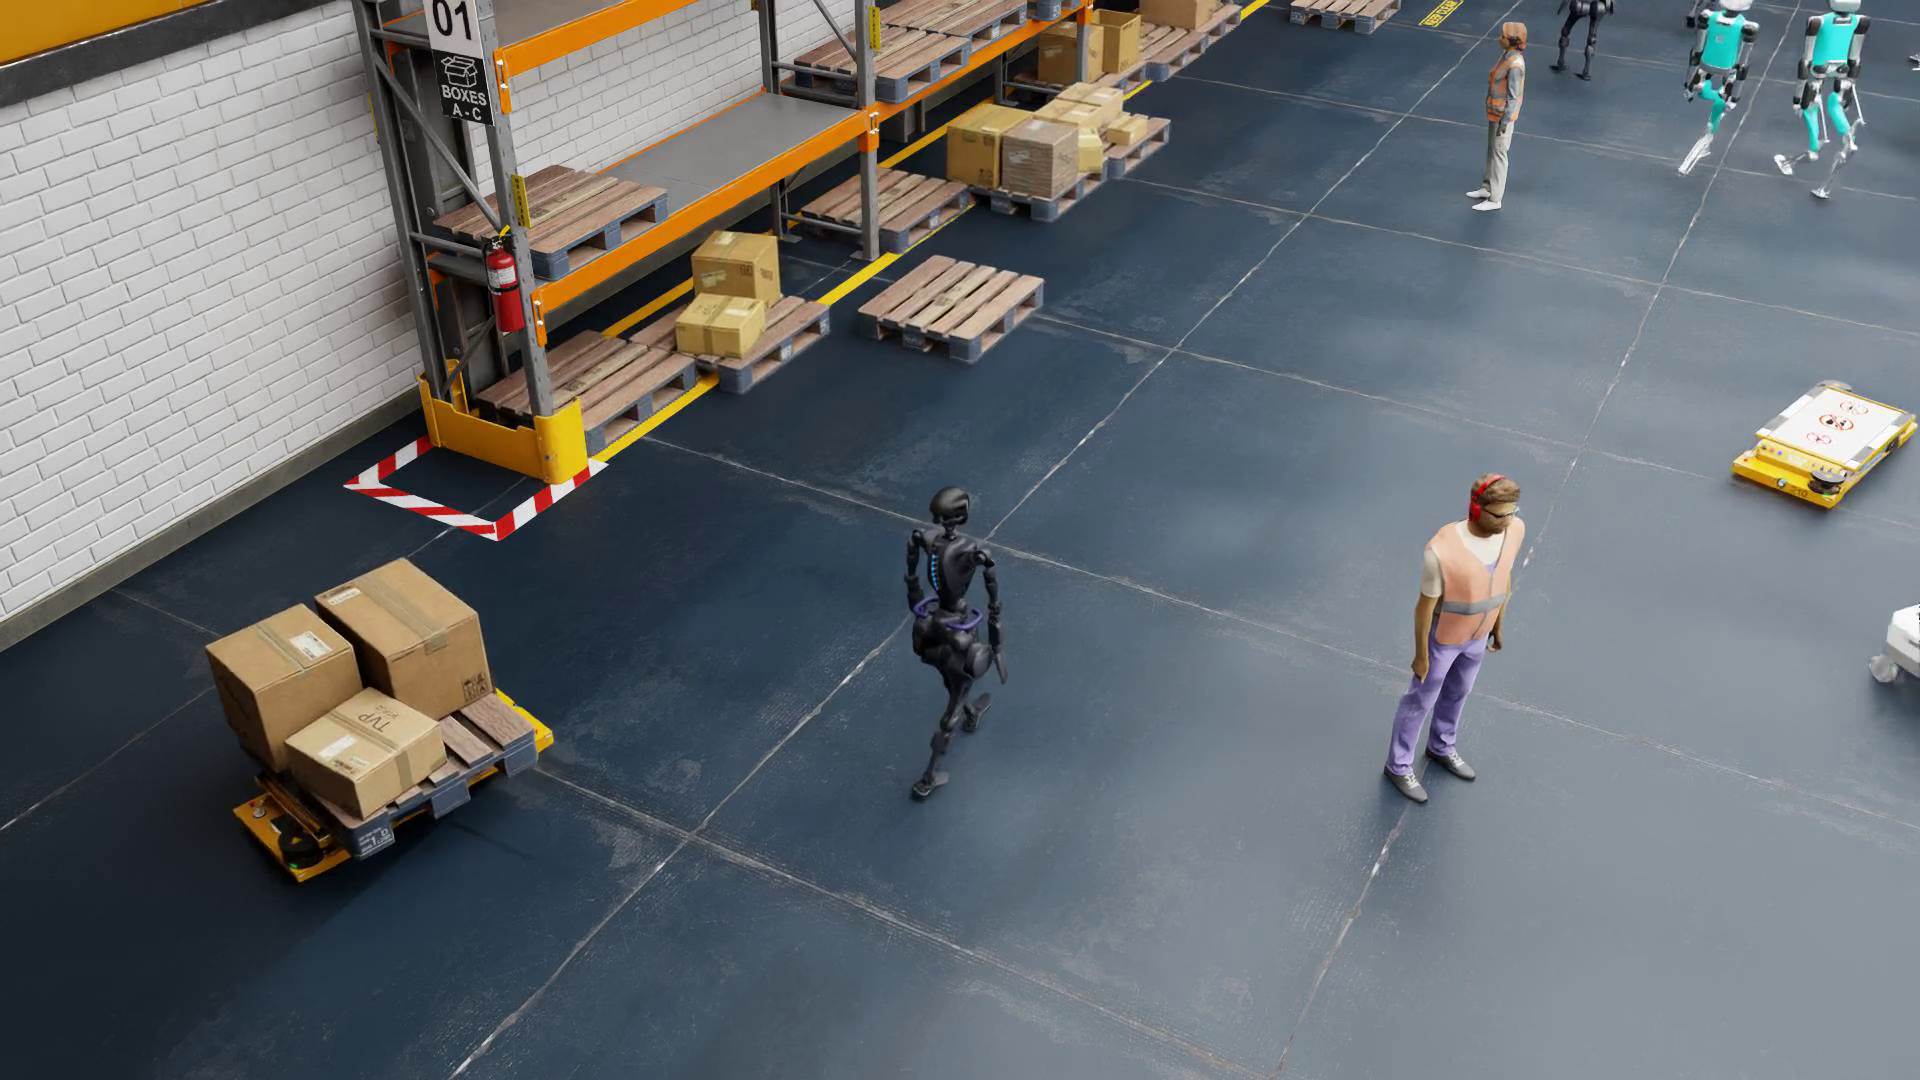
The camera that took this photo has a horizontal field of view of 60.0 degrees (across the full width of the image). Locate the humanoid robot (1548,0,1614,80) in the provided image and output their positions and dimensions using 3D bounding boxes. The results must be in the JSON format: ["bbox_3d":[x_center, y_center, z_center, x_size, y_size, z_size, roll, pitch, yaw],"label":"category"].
[{"bbox_3d":[6.641,-5.737,17.557,0.604,1.642,0.538,-5,34,-7],"label":"humanoid robot"}]

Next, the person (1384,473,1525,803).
[{"bbox_3d":[2.392,0.447,8.055,0.559,1.836,0.391,-18,37,-25],"label":"person"}]

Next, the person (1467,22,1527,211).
[{"bbox_3d":[4.706,-3.686,14.479,0.308,1.638,0.521,4,34,6],"label":"person"}]

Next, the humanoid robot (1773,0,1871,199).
[{"bbox_3d":[7.674,-3.866,14.673,0.549,1.727,1.026,0,33,1],"label":"humanoid robot"}]

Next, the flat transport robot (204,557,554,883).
[{"bbox_3d":[-2.848,1.153,8.403,0.659,0.231,1.431,28,43,35],"label":"flat transport robot"}]

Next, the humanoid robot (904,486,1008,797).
[{"bbox_3d":[-0.020,0.451,8.232,0.595,1.619,0.823,21,39,29],"label":"humanoid robot"}]

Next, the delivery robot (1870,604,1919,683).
[{"bbox_3d":[5.314,0.658,8.867,0.499,0.566,0.739,-13,36,-19],"label":"delivery robot"}]

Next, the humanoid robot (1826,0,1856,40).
[{"bbox_3d":[10.064,-6.388,18.552,0.530,1.855,0.743,-25,41,-32],"label":"humanoid robot"}]

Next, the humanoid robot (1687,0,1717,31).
[{"bbox_3d":[8.587,-6.618,18.879,0.358,1.641,0.602,-25,41,-33],"label":"humanoid robot"}]

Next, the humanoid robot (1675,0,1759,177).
[{"bbox_3d":[6.890,-4.114,15.057,1.032,1.731,0.552,-29,43,-36],"label":"humanoid robot"}]

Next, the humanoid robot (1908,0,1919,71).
[{"bbox_3d":[10.552,-5.915,17.779,0.805,1.790,0.574,27,42,34],"label":"humanoid robot"}]

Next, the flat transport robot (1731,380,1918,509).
[{"bbox_3d":[5.820,-0.662,11.149,1.431,0.231,0.659,-28,43,-35],"label":"flat transport robot"}]
